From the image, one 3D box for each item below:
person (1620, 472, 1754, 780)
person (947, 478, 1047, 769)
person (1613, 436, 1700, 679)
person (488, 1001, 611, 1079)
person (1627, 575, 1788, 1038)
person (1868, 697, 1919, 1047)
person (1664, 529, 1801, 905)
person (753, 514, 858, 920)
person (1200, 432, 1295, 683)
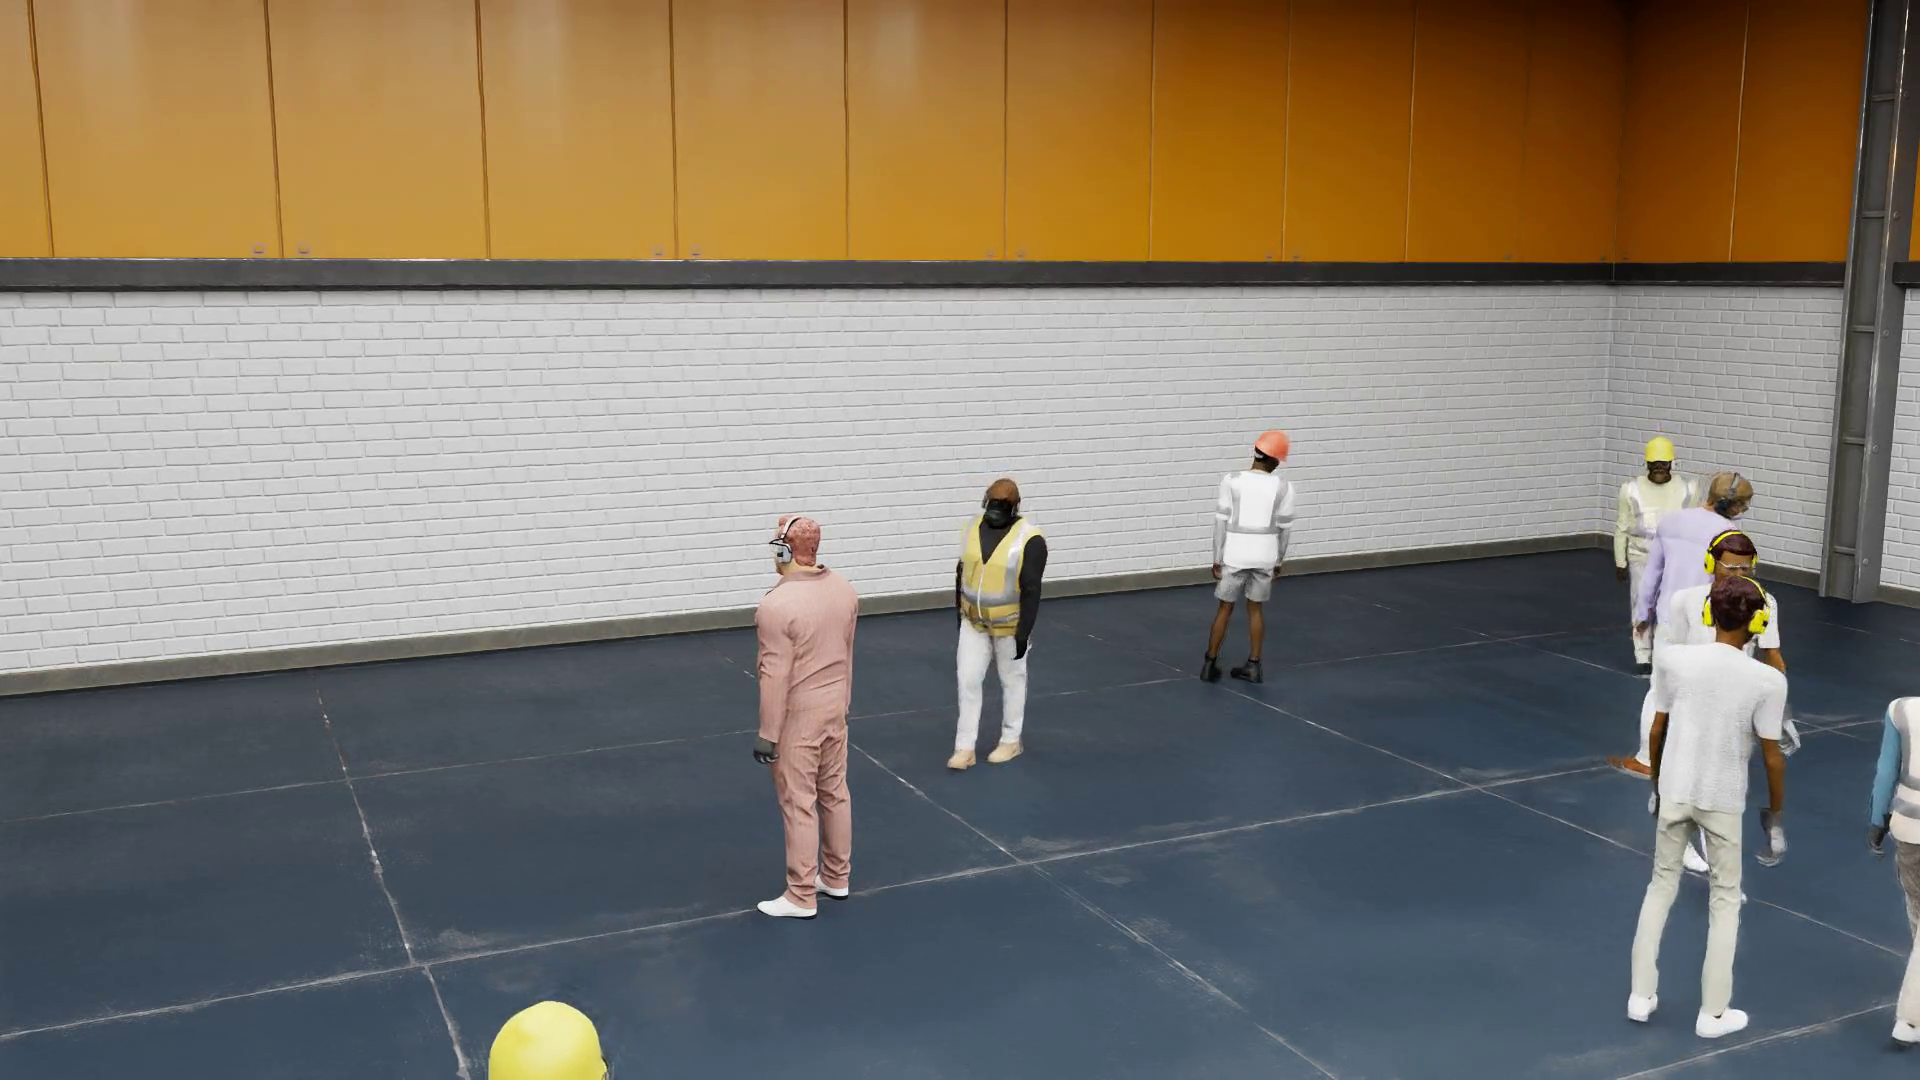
[{"bbox_3d":[4.268,0.528,9.784,0.375,1.900,0.778,-5,10,-29],"label":"person"},{"bbox_3d":[0.211,0.518,10.102,0.662,1.803,0.727,5,11,29],"label":"person"},{"bbox_3d":[5.219,0.121,12.490,0.614,1.819,0.523,2,9,14],"label":"person"},{"bbox_3d":[-0.755,1.668,3.212,0.528,1.725,0.892,2,9,15],"label":"person"},{"bbox_3d":[2.973,1.060,6.587,0.583,1.848,0.452,9,13,43],"label":"person"},{"bbox_3d":[3.940,1.177,6.645,0.843,1.587,0.520,-6,11,-34],"label":"person"},{"bbox_3d":[3.717,0.837,8.100,0.541,1.802,1.008,0,9,1],"label":"person"},{"bbox_3d":[-0.755,0.828,7.848,0.399,1.909,0.642,6,11,33],"label":"person"},{"bbox_3d":[2.122,0.140,12.231,0.634,1.880,0.382,1,9,4],"label":"person"}]
